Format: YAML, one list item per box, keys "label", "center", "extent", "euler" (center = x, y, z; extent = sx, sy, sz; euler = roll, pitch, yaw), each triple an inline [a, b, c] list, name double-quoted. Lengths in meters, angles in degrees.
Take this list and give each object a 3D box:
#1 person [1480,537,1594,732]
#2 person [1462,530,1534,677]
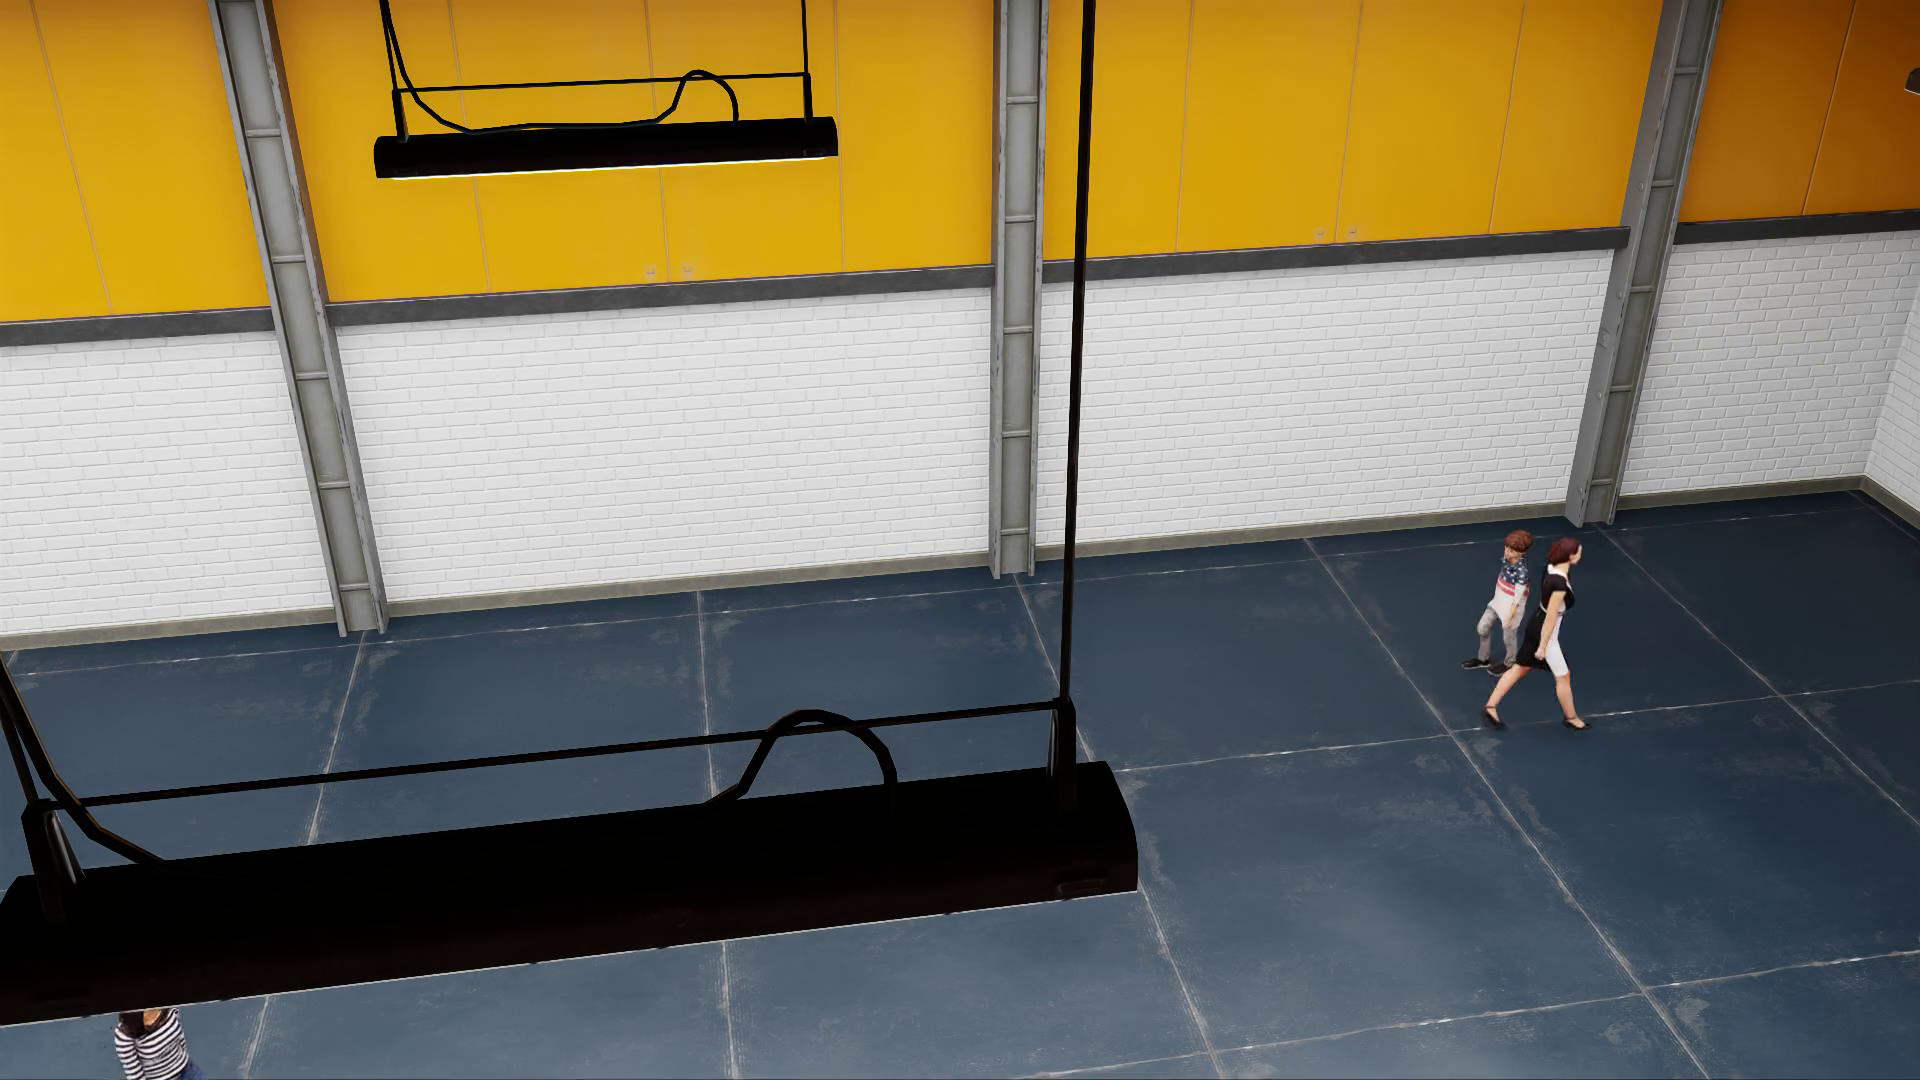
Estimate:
- label: "person"
  center: [4.562, 0.797, 13.276]
  extent: [1.173, 1.744, 0.764]
  euler: [1, 29, 2]
- label: "person"
  center: [4.703, 0.539, 14.083]
  extent: [0.644, 1.424, 0.542]
  euler: [-6, 29, -10]
